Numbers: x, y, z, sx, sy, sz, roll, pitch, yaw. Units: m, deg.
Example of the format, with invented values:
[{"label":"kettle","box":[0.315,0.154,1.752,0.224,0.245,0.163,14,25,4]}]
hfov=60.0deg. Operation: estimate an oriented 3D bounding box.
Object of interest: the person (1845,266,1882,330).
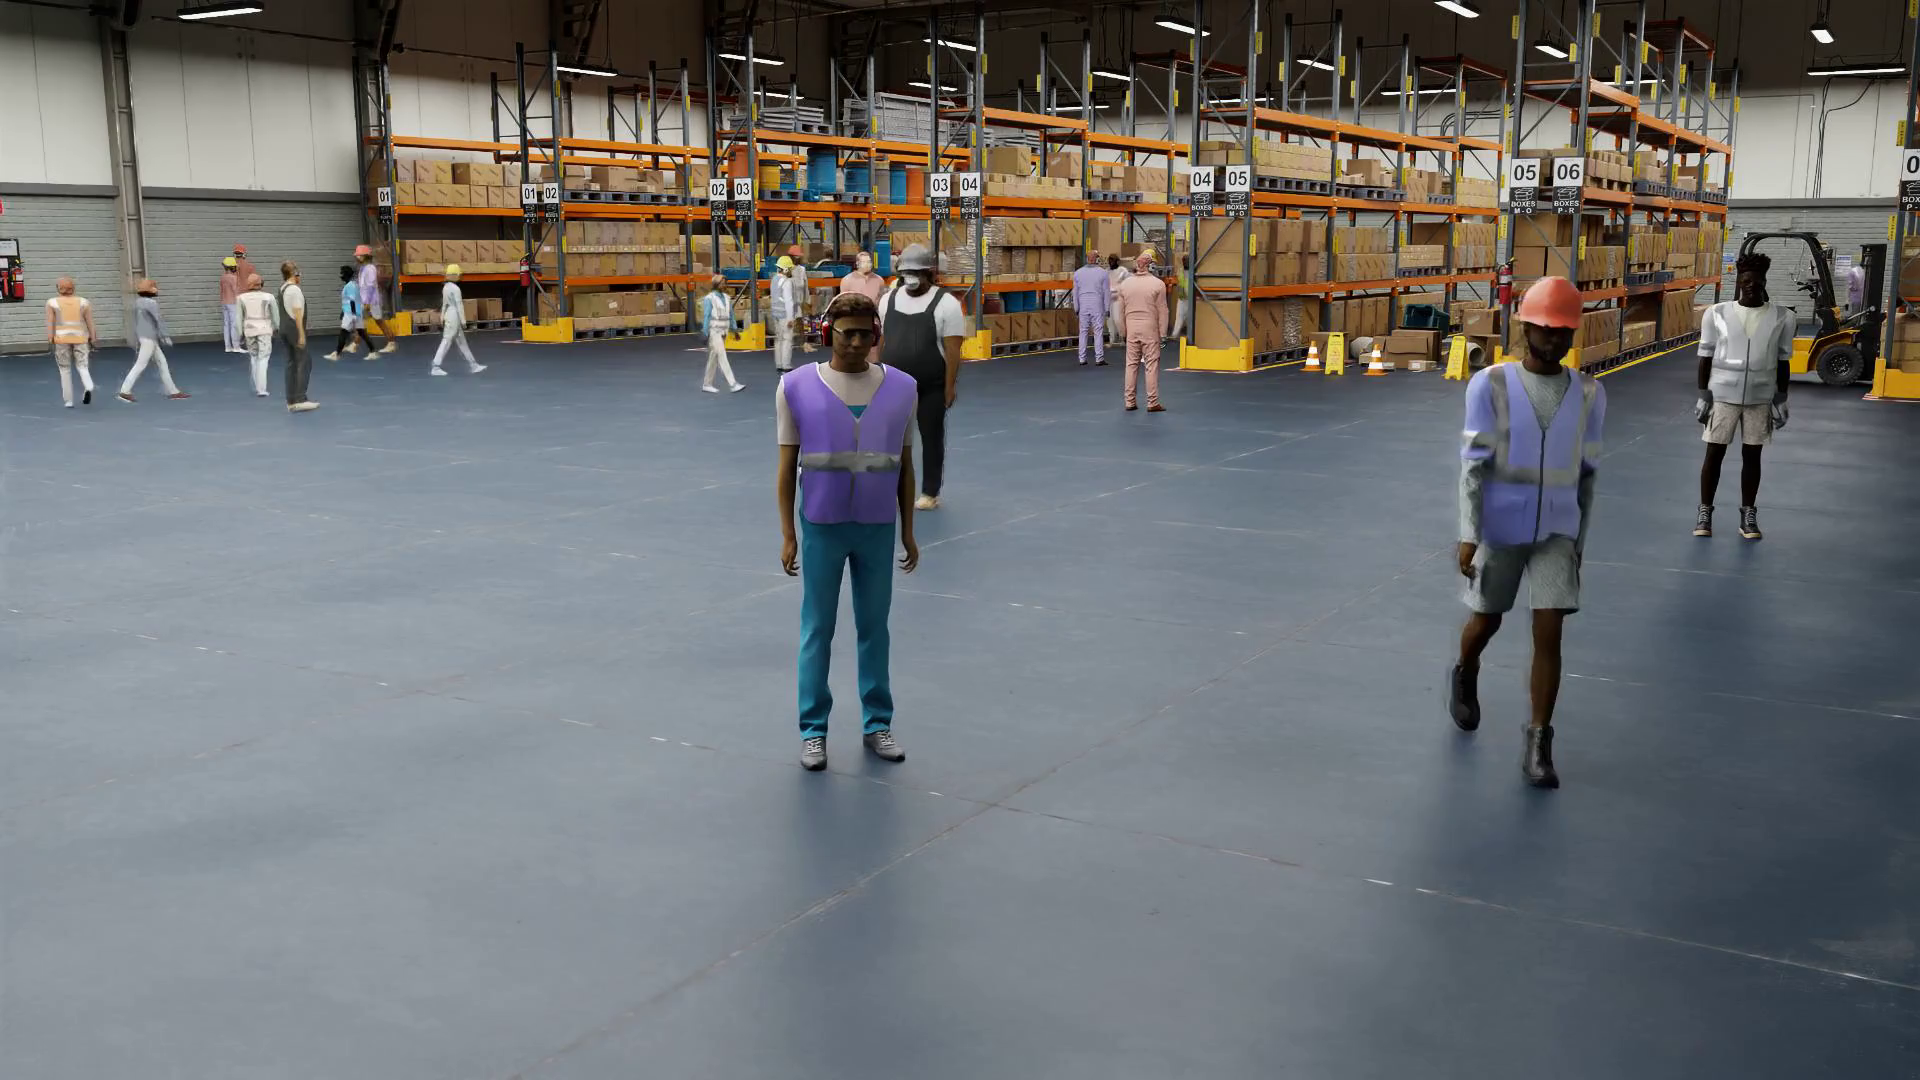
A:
[{"label":"person","box":[17.182,-4.568,31.636,0.620,1.910,0.573,2,10,11]}]

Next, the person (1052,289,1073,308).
[{"label":"person","box":[2.232,-5.311,35.883,0.573,1.882,0.356,6,12,31]}]

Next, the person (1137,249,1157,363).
[{"label":"person","box":[3.154,-3.974,28.293,0.381,1.917,0.586,1,10,3]}]

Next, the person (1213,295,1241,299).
[{"label":"person","box":[5.092,-4.546,31.795,0.557,1.815,0.996,8,13,38]}]

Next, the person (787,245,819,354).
[{"label":"person","box":[-3.029,-4.415,30.574,1.042,1.992,0.627,6,12,32]}]

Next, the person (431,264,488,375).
[{"label":"person","box":[-7.782,-3.391,25.637,0.928,1.693,0.498,-7,13,-36]}]

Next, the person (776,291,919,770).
[{"label":"person","box":[-0.432,-0.041,6.479,0.565,1.840,0.390,-3,11,-19]}]

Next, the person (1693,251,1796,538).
[{"label":"person","box":[5.380,-0.989,11.437,0.607,1.966,0.373,3,11,18]}]

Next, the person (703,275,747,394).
[{"label":"person","box":[-3.189,-2.764,22.419,0.836,1.596,0.519,5,11,25]}]

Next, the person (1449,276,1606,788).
[{"label":"person","box":[2.185,-0.069,6.476,0.561,1.912,0.886,0,10,2]}]

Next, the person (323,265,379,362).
[{"label":"person","box":[-10.453,-3.877,28.512,0.893,1.644,0.542,-3,10,-14]}]

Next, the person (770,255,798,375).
[{"label":"person","box":[-2.711,-3.474,25.739,0.403,1.830,0.598,-6,12,-31]}]

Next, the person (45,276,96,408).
[{"label":"person","box":[-10.900,-2.425,20.429,0.549,1.619,0.459,-8,13,-39]}]

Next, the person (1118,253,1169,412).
[{"label":"person","box":[2.228,-2.496,20.050,0.645,1.908,0.408,6,12,32]}]

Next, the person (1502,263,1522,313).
[{"label":"person","box":[12.537,-5.655,37.681,0.614,1.945,1.023,5,11,26]}]

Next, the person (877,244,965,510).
[{"label":"person","box":[-0.355,-1.209,12.463,0.712,2.000,0.703,4,11,20]}]

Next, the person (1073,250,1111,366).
[{"label":"person","box":[2.204,-3.848,27.620,0.651,1.906,0.402,5,11,25]}]

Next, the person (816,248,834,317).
[{"label":"person","box":[-2.890,-5.642,37.659,0.650,1.902,0.936,8,13,37]}]

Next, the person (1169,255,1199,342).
[{"label":"person","box":[4.707,-4.969,34.254,0.633,1.793,0.983,7,13,36]}]

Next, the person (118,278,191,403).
[{"label":"person","box":[-10.397,-2.555,21.280,0.896,1.584,0.503,-9,13,-40]}]

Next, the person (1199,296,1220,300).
[{"label":"person","box":[5.133,-5.037,34.453,0.547,1.846,0.600,8,13,37]}]

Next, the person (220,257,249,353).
[{"label":"person","box":[-13.444,-4.332,30.719,0.524,1.769,0.325,8,13,37]}]

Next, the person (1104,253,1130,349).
[{"label":"person","box":[2.944,-4.587,31.963,0.622,1.831,0.434,8,13,37]}]

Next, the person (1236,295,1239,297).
[{"label":"person","box":[5.631,-4.955,33.782,0.391,1.922,0.593,-10,14,-44]}]

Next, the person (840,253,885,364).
[{"label":"person","box":[-1.277,-2.924,22.535,0.682,1.899,0.395,-4,11,-23]}]

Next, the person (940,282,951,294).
[{"label":"person","box":[-0.379,-6.947,45.205,0.596,1.828,0.974,5,11,27]}]

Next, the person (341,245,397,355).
[{"label":"person","box":[-10.810,-4.375,30.351,1.042,1.989,0.628,-8,13,-39]}]

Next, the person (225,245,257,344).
[{"label":"person","box":[-14.467,-4.952,33.561,0.623,1.989,0.400,-2,10,-9]}]

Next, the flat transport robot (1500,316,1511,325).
[{"label":"flat transport robot","box":[13.529,-5.372,40.737,0.652,0.197,1.431,5,11,24]}]

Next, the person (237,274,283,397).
[{"label":"person","box":[-9.317,-2.732,22.215,0.536,1.610,0.768,0,10,0]}]

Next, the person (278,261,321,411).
[{"label":"person","box":[-8.094,-2.473,20.196,0.567,1.811,0.380,10,14,43]}]

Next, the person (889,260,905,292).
[{"label":"person","box":[-0.791,-2.814,22.109,0.638,1.800,0.911,8,13,39]}]

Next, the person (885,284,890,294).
[{"label":"person","box":[-1.991,-6.480,42.356,0.550,1.918,0.748,4,11,20]}]
